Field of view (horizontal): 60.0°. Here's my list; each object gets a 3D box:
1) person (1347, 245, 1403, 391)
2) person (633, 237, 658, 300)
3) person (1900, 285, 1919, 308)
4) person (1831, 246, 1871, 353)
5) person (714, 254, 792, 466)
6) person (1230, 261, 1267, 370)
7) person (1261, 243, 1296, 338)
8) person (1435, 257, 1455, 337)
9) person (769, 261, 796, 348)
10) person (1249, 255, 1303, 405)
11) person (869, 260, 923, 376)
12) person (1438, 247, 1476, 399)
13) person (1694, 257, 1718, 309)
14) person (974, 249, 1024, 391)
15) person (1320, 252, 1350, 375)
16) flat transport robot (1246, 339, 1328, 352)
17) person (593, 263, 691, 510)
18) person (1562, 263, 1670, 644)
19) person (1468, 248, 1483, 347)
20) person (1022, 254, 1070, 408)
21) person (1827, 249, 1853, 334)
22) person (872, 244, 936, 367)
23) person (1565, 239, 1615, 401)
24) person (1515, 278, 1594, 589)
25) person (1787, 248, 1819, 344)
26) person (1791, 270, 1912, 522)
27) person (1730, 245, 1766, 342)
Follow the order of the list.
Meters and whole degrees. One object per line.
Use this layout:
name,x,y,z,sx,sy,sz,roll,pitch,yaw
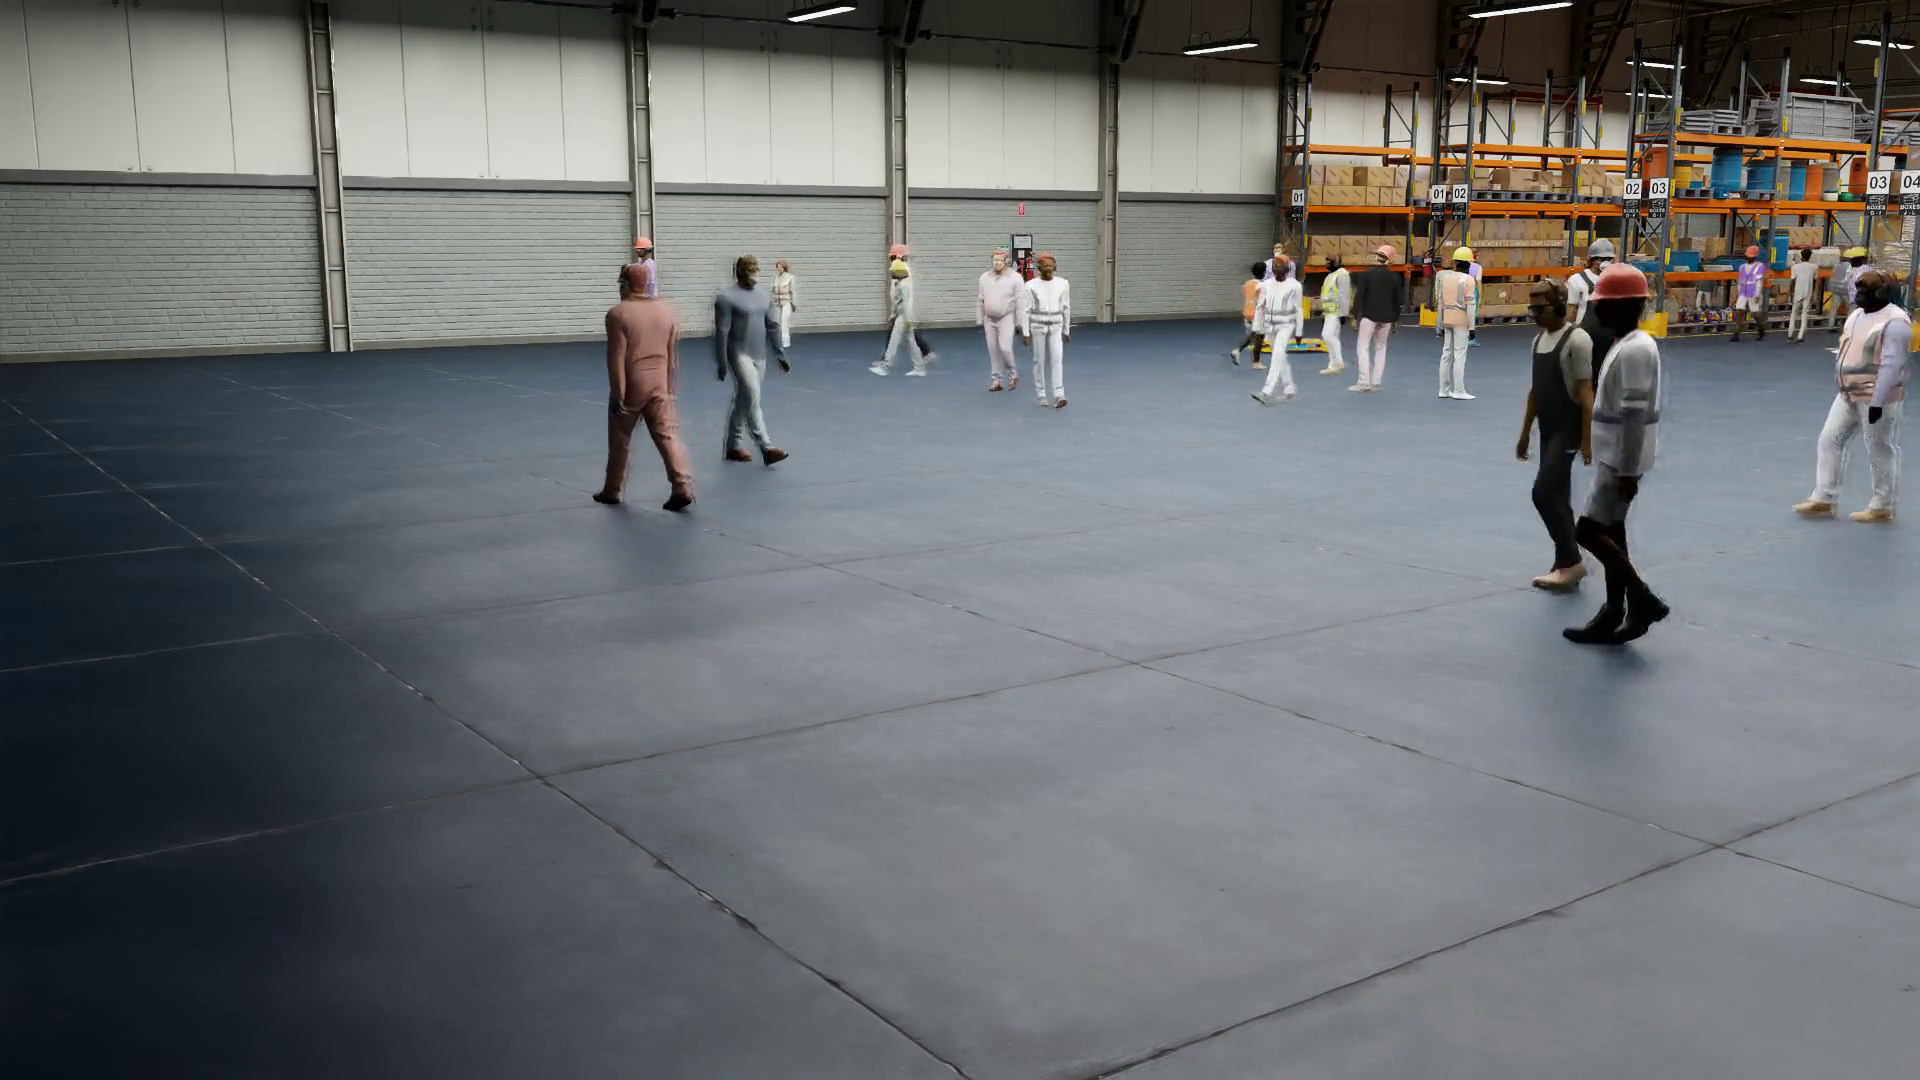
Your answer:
person,5.547,-2.953,22.231,0.770,1.946,0.530,-1,10,-7
person,-5.256,-4.032,27.857,0.370,2.044,0.608,-4,11,-21
person,19.240,-4.988,33.419,0.627,1.931,0.375,5,12,26
person,15.929,-4.231,29.381,0.821,1.894,0.588,1,10,7
person,-1.828,-1.618,15.010,0.981,1.891,0.652,8,13,37
person,4.500,-3.449,25.635,0.482,1.679,0.539,-5,11,-25
person,5.862,-4.503,30.721,0.635,1.938,0.359,3,11,16
person,10.025,-4.997,34.267,0.280,1.634,0.507,-10,14,-44
person,-3.336,-4.333,30.709,0.522,1.610,0.734,7,12,32
person,3.893,-2.586,20.513,0.997,1.827,0.582,-9,13,-39
person,-0.937,-3.260,24.548,0.866,1.703,0.499,-1,10,-4
person,6.331,-2.747,21.128,0.366,1.926,0.594,-5,12,-26
person,16.956,-5.629,37.803,0.692,1.611,0.515,-10,14,-43
person,0.513,-2.914,22.158,0.641,1.891,0.421,6,12,29
person,5.555,-3.360,24.755,0.452,1.829,0.656,-1,10,-5
flat transport robot,5.911,-3.493,29.759,1.431,0.197,0.652,-1,10,-7
person,-2.416,-1.156,12.608,1.005,1.865,0.655,9,14,41
person,3.277,-0.407,8.306,0.415,1.924,0.575,3,11,16
person,9.505,-4.529,31.126,0.381,1.841,0.566,-8,13,-36
person,1.059,-2.492,19.941,0.610,1.843,0.940,-1,10,-7
person,18.890,-5.285,35.423,0.915,1.780,0.621,-4,11,-22
person,-0.864,-3.721,26.406,0.986,1.959,0.636,-1,10,-5
person,6.642,-2.109,17.320,0.683,2.000,0.538,-3,11,-17
person,3.472,-0.606,9.688,0.452,1.817,0.548,-2,10,-9
person,16.343,-4.732,32.305,0.508,1.818,0.940,4,11,20
person,6.425,-1.023,11.981,0.776,1.814,0.657,-1,10,-3
person,15.569,-4.844,32.724,0.830,1.904,0.543,-8,13,-36
